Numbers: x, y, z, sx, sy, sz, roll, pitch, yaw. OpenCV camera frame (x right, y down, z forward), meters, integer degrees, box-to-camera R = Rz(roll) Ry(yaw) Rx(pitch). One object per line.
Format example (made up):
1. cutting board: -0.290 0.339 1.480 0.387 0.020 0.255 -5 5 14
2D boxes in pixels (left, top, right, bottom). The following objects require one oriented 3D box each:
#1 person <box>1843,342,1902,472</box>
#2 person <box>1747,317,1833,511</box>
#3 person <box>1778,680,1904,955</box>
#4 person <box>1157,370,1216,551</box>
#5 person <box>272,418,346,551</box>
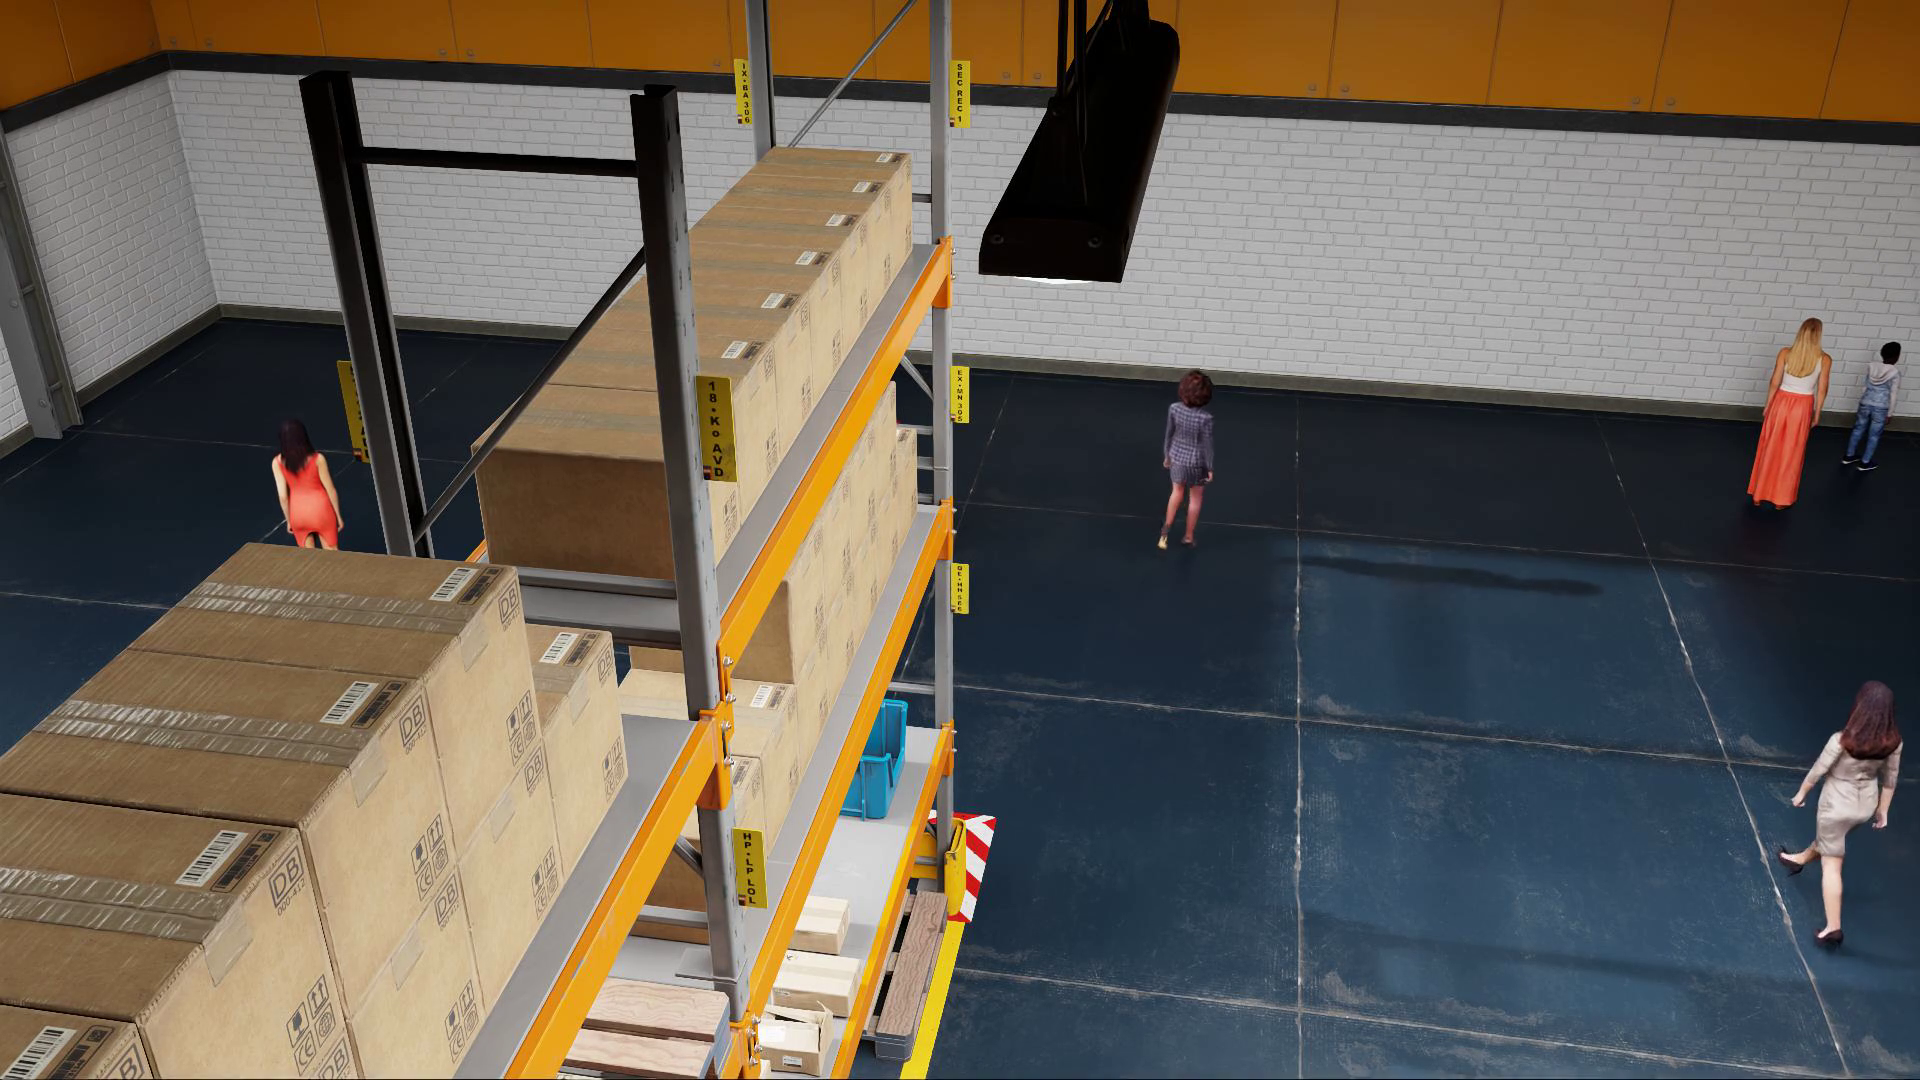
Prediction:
1. person: 8.634 -1.276 15.699 0.618 1.258 0.556 -17 33 -28
2. person: 7.419 -1.129 14.861 0.725 1.802 0.736 20 34 32
3. person: 5.263 1.673 9.839 0.798 1.693 1.162 -2 29 -3
4. person: 1.890 -0.607 14.023 0.802 1.688 0.891 19 34 31
5. person: -5.147 -0.181 13.210 0.657 1.718 0.647 -5 29 -9
